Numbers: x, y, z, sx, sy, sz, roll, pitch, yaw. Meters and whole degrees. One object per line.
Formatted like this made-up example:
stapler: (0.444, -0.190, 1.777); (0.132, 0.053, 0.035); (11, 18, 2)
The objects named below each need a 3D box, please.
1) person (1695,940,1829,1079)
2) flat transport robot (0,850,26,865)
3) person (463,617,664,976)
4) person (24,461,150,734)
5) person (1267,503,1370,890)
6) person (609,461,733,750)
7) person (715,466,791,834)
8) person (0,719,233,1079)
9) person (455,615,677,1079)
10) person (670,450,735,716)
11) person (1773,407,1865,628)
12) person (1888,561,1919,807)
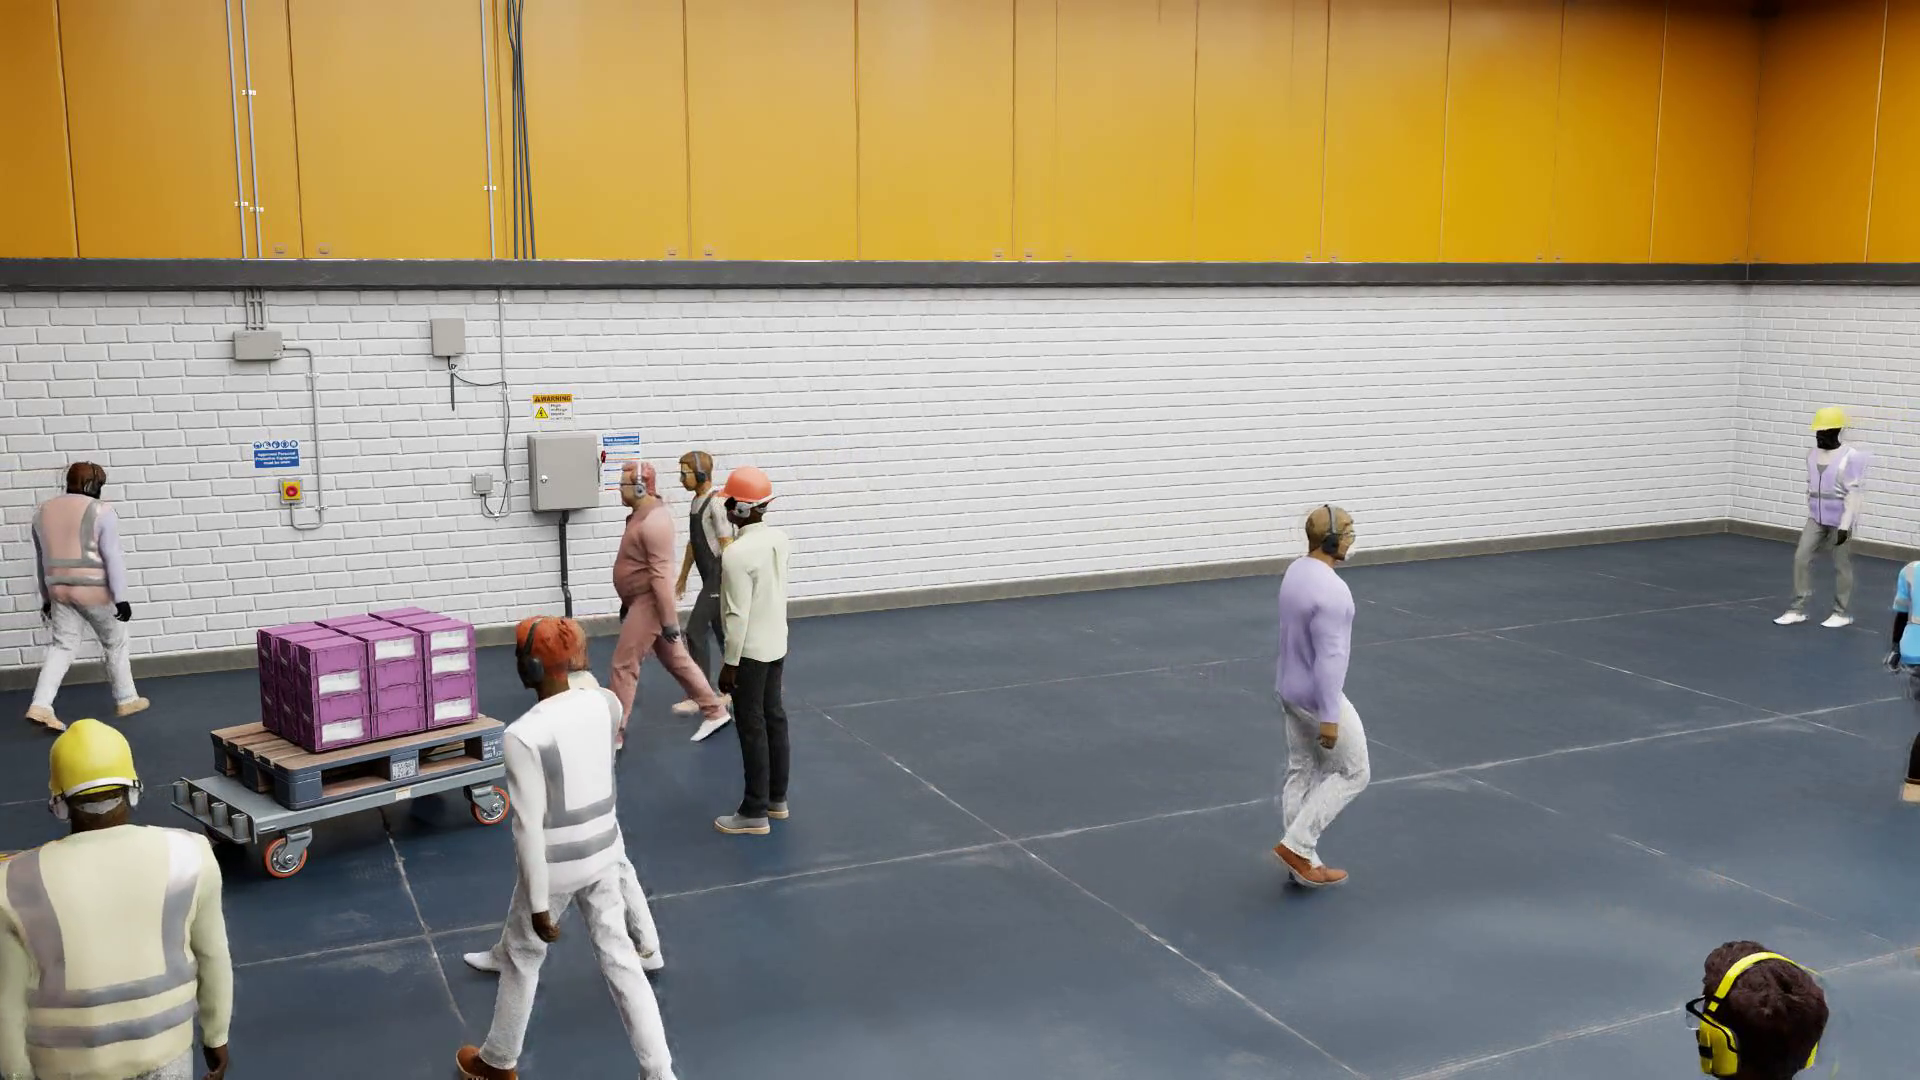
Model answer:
person: (1.471, 1.642, 3.115); (0.544, 1.815, 0.994); (-2, 9, -15)
flat transport robot: (-4.078, 1.673, 7.663); (0.652, 0.197, 1.431); (-6, 11, -34)
person: (-1.678, 1.104, 7.103); (0.884, 1.583, 0.531); (1, 9, 8)
person: (-5.863, 0.374, 11.061); (0.688, 1.787, 0.932); (1, 9, 8)
person: (1.761, 0.778, 8.094); (0.434, 1.925, 0.654); (-1, 9, -8)
person: (-1.939, 0.414, 10.582); (0.988, 1.867, 0.637); (-1, 9, -9)
person: (-1.123, 0.592, 9.029); (0.374, 1.997, 0.613); (3, 10, 19)
person: (-2.319, 1.402, 4.594); (0.600, 1.816, 0.627); (-6, 11, -33)
person: (-1.412, 1.169, 5.996); (1.002, 1.836, 0.581); (6, 11, 33)
person: (-1.791, 0.289, 11.452); (0.725, 1.813, 0.534); (-3, 10, -20)
person: (7.324, -0.172, 14.111); (0.777, 1.894, 0.591); (-4, 10, -23)
person: (5.662, 0.677, 9.485); (0.727, 1.665, 0.555); (-4, 10, -24)
